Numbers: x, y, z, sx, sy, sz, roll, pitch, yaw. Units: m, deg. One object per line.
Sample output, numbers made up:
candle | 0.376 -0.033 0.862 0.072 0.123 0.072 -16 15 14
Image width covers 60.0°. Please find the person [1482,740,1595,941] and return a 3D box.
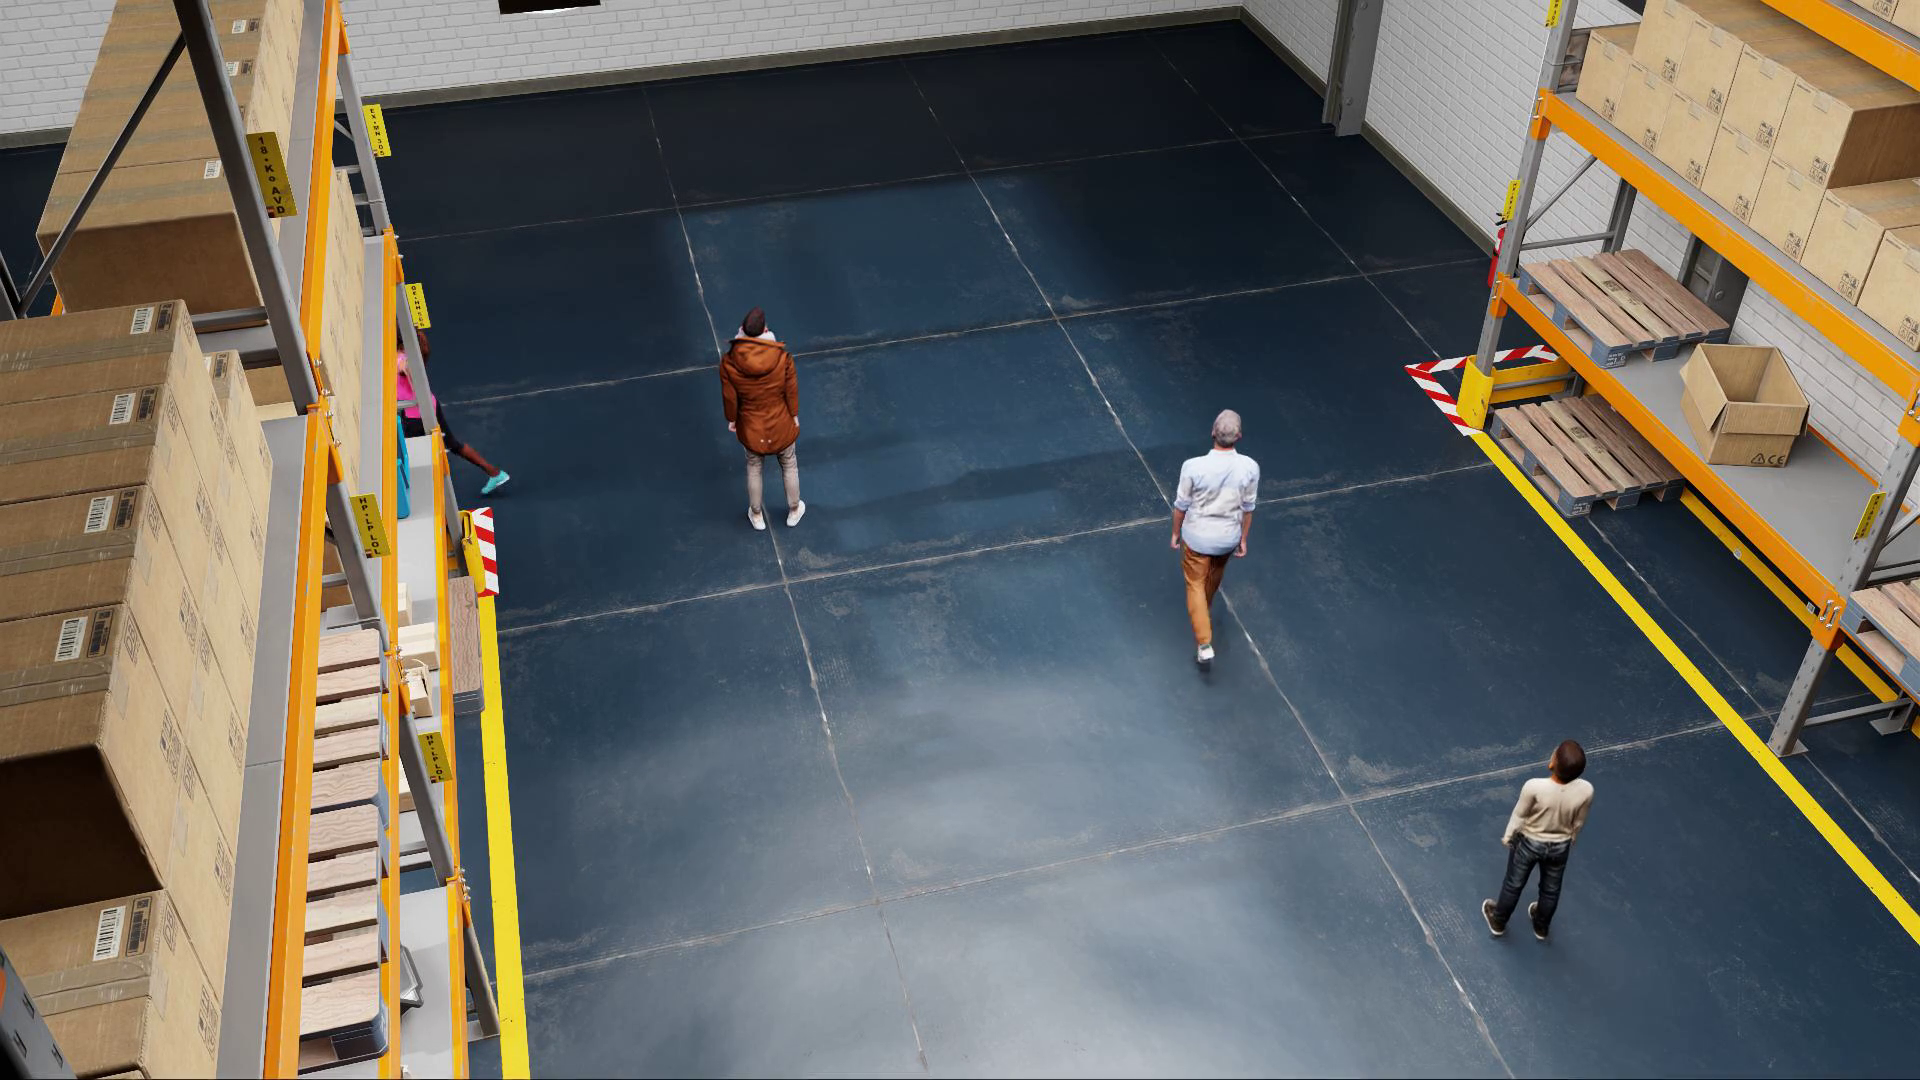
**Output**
person | 3.202 1.661 9.133 0.603 1.461 0.599 3 39 4

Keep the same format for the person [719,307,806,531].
person | -1.401 -0.862 11.988 0.760 1.839 0.758 -3 39 -3

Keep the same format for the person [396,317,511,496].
person | -3.843 -0.922 12.190 0.644 1.681 1.101 -7 39 -9

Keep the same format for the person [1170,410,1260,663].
person | 1.664 0.002 10.940 0.822 1.797 1.185 -3 39 -4
